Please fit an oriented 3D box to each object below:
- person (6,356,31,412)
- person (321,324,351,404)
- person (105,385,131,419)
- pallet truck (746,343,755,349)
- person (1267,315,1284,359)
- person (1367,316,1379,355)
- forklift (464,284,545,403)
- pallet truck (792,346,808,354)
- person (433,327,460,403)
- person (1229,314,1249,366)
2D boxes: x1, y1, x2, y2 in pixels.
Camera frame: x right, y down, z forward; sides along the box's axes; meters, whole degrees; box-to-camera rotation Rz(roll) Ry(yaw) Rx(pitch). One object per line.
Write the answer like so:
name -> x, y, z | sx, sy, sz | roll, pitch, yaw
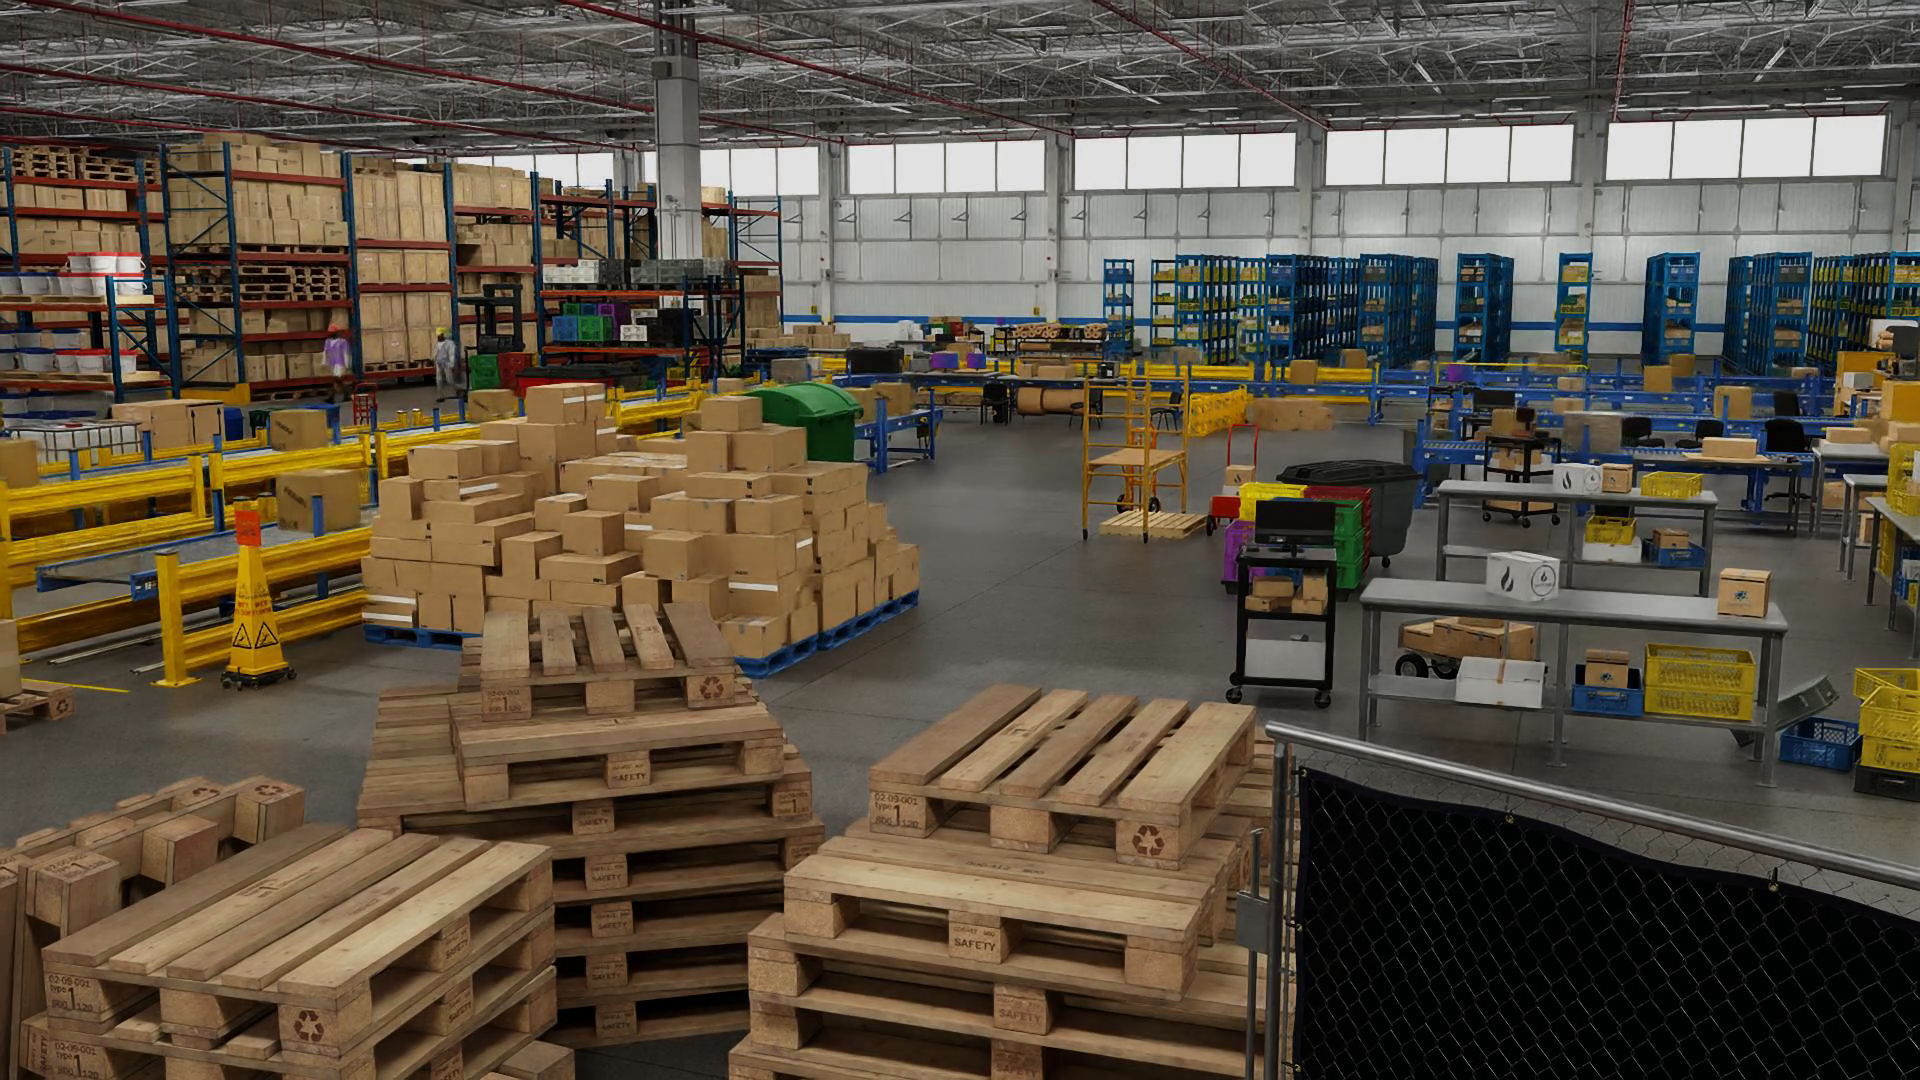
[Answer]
person -> -15.118, -2.121, 26.944 | 0.545, 1.739, 0.662 | 5, 10, 27
person -> -14.826, -4.187, 39.525 | 0.542, 1.890, 1.018 | 3, 10, 21
person -> -15.749, -2.761, 31.224 | 0.548, 1.654, 0.840 | 3, 9, 16
pallet truck -> -6.183, -4.618, 44.264 | 1.601, 1.201, 0.680 | -9, 12, -43
person -> 9.844, -6.219, 52.047 | 0.612, 1.950, 0.377 | -3, 9, -17
person -> 14.652, -7.240, 58.871 | 0.591, 1.810, 0.594 | -2, 9, -12
forklift -> -10.832, -4.702, 39.610 | 1.129, 2.768, 1.873 | 3, 10, 20
pallet truck -> -3.705, -4.298, 42.022 | 0.653, 1.274, 1.630 | 3, 10, 20
person -> -12.297, -4.190, 39.740 | 0.605, 1.811, 0.616 | 3, 9, 16
person -> 8.895, -6.331, 53.238 | 0.765, 1.807, 0.591 | 2, 9, 10
